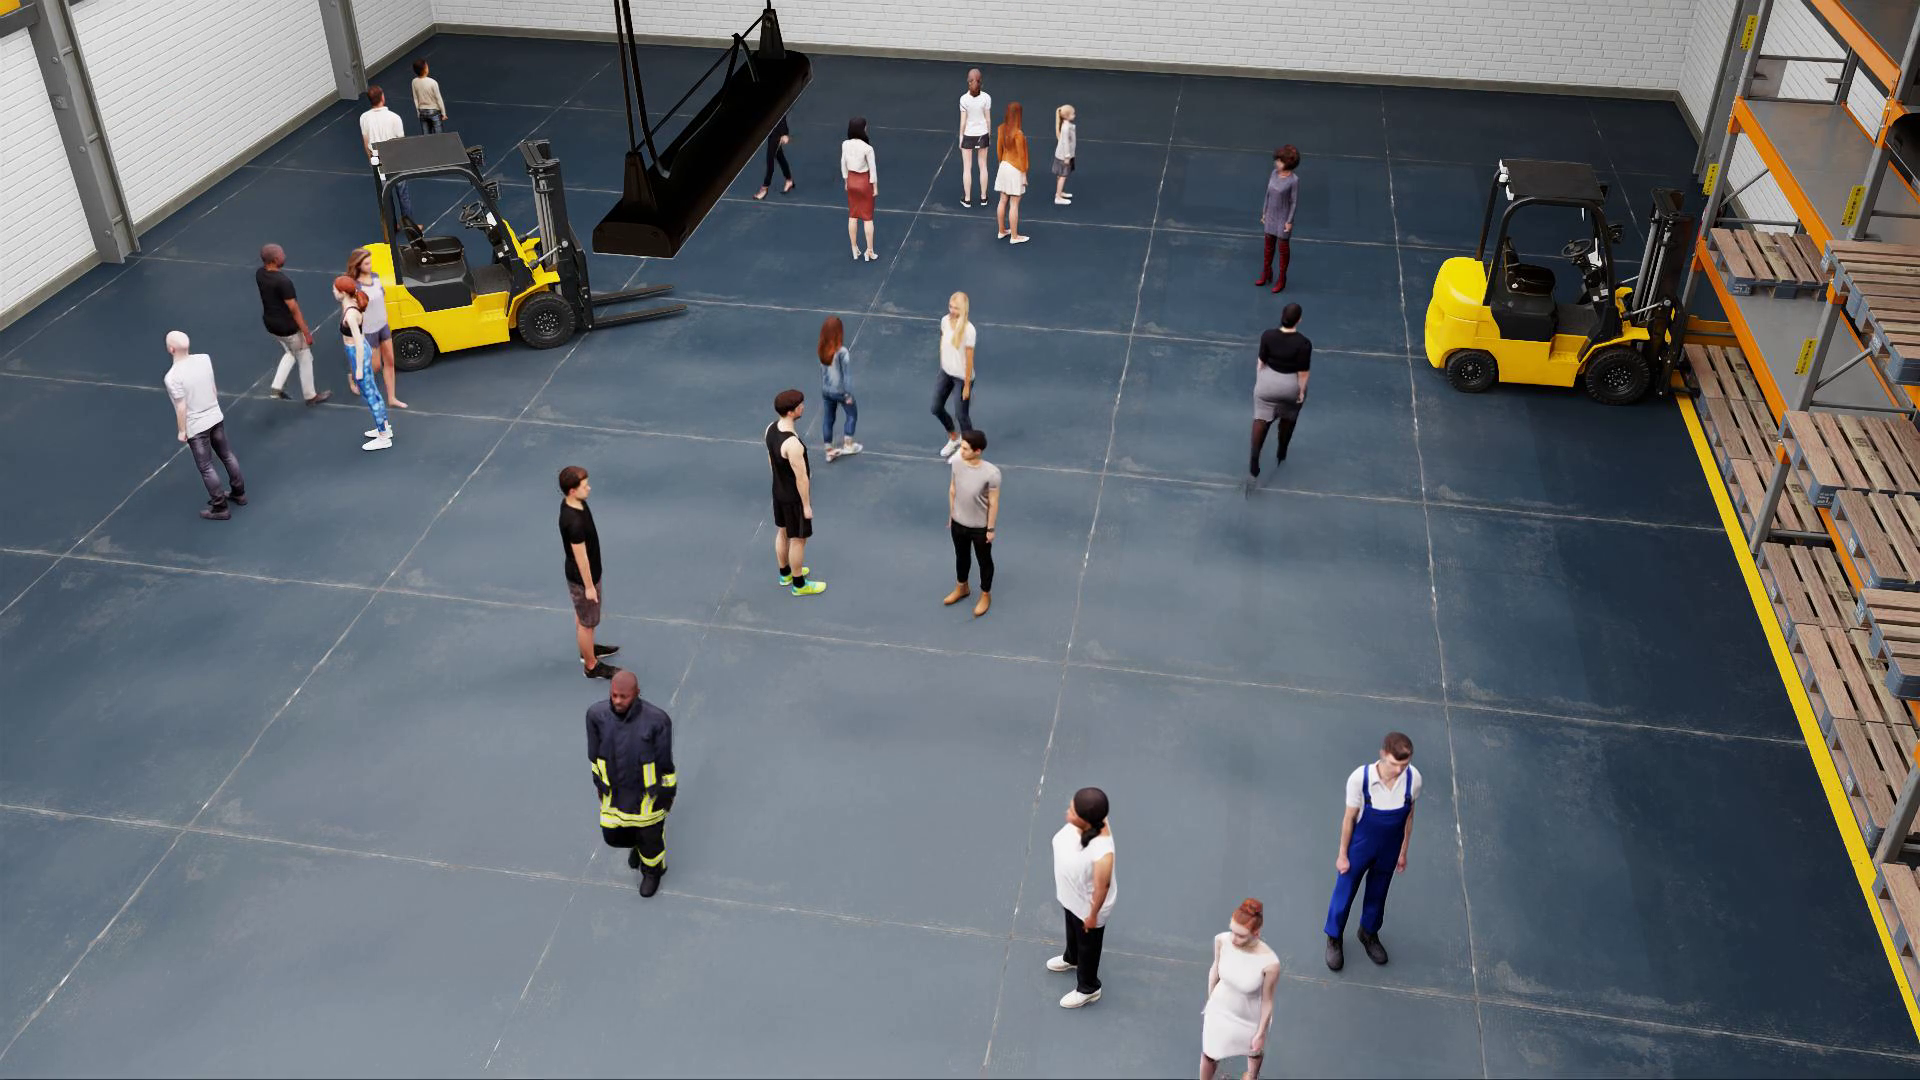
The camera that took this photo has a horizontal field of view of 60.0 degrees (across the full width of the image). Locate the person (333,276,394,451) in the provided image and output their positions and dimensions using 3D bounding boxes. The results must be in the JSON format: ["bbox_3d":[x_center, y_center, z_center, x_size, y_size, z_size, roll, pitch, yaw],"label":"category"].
[{"bbox_3d":[-5.732,-1.703,15.928,0.716,1.785,0.612,-6,34,-9],"label":"person"}]

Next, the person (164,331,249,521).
[{"bbox_3d":[-6.784,-1.044,14.895,0.751,1.832,0.572,11,35,16],"label":"person"}]

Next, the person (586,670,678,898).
[{"bbox_3d":[-2.142,1.535,11.030,0.745,1.815,0.807,5,34,7],"label":"person"}]

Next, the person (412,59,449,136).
[{"bbox_3d":[-7.090,-5.699,22.229,0.553,1.464,0.493,5,34,7],"label":"person"}]

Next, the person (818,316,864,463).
[{"bbox_3d":[-1.227,-1.398,15.756,0.714,1.468,0.758,23,40,30],"label":"person"}]

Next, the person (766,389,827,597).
[{"bbox_3d":[-1.408,-0.398,13.871,0.815,1.889,0.745,-20,39,-27],"label":"person"}]

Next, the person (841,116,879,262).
[{"bbox_3d":[-1.173,-4.145,19.633,0.654,1.751,0.611,16,37,23],"label":"person"}]

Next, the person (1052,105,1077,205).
[{"bbox_3d":[1.339,-4.950,21.276,0.564,1.273,0.455,3,34,5],"label":"person"}]

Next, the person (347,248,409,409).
[{"bbox_3d":[-5.928,-2.114,16.612,0.783,1.712,0.885,14,36,20],"label":"person"}]

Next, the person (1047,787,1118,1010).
[{"bbox_3d":[0.751,2.157,10.209,0.791,1.687,0.660,-5,34,-8],"label":"person"}]

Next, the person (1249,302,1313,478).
[{"bbox_3d":[2.945,-1.358,15.452,0.844,1.737,1.101,16,37,22],"label":"person"}]

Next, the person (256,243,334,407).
[{"bbox_3d":[-6.720,-2.074,16.485,0.887,1.786,0.984,18,38,25],"label":"person"}]

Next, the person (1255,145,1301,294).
[{"bbox_3d":[3.648,-3.673,18.958,0.697,1.711,0.647,-23,40,-30],"label":"person"}]

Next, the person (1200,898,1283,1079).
[{"bbox_3d":[1.624,2.646,9.391,0.721,1.778,0.806,17,37,24],"label":"person"}]

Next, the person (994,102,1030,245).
[{"bbox_3d":[0.617,-4.447,20.113,0.750,1.723,0.705,-25,41,-33],"label":"person"}]

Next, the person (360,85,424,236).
[{"bbox_3d":[-6.963,-4.601,20.227,0.693,1.853,0.598,1,34,2],"label":"person"}]

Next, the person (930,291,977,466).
[{"bbox_3d":[0.045,-1.547,15.684,0.764,1.796,0.723,-26,42,-34],"label":"person"}]

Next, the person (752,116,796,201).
[{"bbox_3d":[-2.310,-5.212,21.307,1.057,1.675,0.972,-25,41,-33],"label":"person"}]

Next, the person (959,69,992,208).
[{"bbox_3d":[0.190,-5.084,21.044,0.644,1.752,0.669,-7,34,-11],"label":"person"}]

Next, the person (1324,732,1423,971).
[{"bbox_3d":[2.596,1.907,10.438,0.685,1.851,0.658,-3,34,-5],"label":"person"}]

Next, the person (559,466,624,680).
[{"bbox_3d":[-2.938,0.231,12.950,0.824,1.861,0.664,-8,34,-12],"label":"person"}]

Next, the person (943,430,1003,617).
[{"bbox_3d":[0.114,-0.175,13.692,0.678,1.717,0.670,21,39,29],"label":"person"}]
